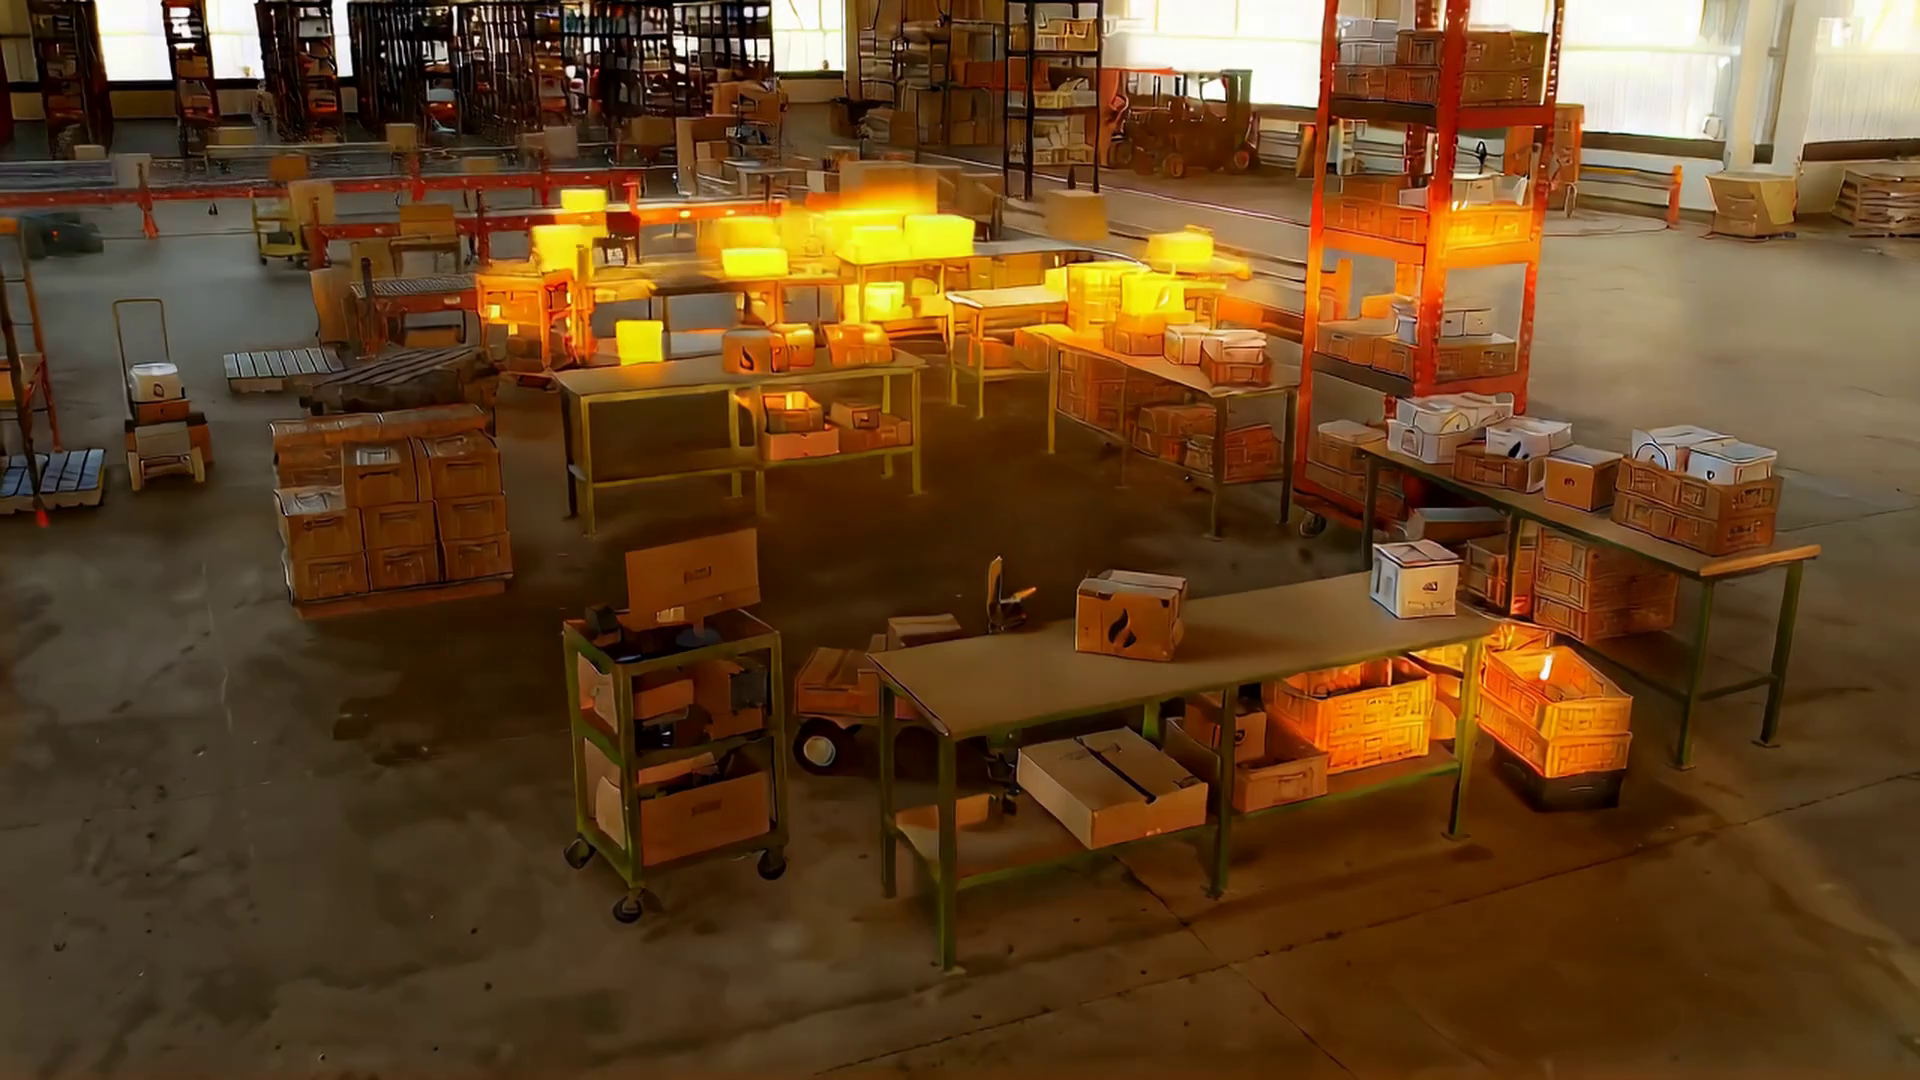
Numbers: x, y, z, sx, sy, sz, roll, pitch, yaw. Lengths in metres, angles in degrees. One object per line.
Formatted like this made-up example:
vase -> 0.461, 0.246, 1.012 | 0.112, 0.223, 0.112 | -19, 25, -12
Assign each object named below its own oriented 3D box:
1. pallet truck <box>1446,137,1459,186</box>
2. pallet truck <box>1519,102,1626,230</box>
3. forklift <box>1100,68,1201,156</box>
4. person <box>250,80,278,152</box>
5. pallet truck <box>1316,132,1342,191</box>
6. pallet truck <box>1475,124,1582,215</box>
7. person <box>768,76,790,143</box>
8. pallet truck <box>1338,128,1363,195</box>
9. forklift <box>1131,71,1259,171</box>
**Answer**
pallet truck -> 9.184, -6.485, 29.328 | 1.630, 1.274, 0.653 | -8, 19, -23
pallet truck -> 9.972, -6.037, 26.785 | 1.885, 1.965, 0.823 | -9, 20, -25
forklift -> 4.082, -9.564, 37.410 | 2.680, 1.987, 1.157 | -8, 19, -23
person -> -16.614, -10.062, 39.757 | 0.596, 1.817, 0.641 | -8, 19, -25
pallet truck -> 7.723, -7.504, 32.656 | 1.601, 1.201, 0.680 | -8, 19, -23
pallet truck -> 9.707, -6.455, 28.103 | 1.885, 1.965, 0.823 | -7, 19, -20
person -> -4.231, -9.770, 38.643 | 0.632, 1.920, 1.036 | 4, 18, 13
pallet truck -> 7.845, -7.140, 31.411 | 1.522, 1.261, 0.704 | -9, 20, -25
forklift -> 4.998, -8.936, 35.413 | 2.680, 1.987, 1.157 | -9, 20, -25
